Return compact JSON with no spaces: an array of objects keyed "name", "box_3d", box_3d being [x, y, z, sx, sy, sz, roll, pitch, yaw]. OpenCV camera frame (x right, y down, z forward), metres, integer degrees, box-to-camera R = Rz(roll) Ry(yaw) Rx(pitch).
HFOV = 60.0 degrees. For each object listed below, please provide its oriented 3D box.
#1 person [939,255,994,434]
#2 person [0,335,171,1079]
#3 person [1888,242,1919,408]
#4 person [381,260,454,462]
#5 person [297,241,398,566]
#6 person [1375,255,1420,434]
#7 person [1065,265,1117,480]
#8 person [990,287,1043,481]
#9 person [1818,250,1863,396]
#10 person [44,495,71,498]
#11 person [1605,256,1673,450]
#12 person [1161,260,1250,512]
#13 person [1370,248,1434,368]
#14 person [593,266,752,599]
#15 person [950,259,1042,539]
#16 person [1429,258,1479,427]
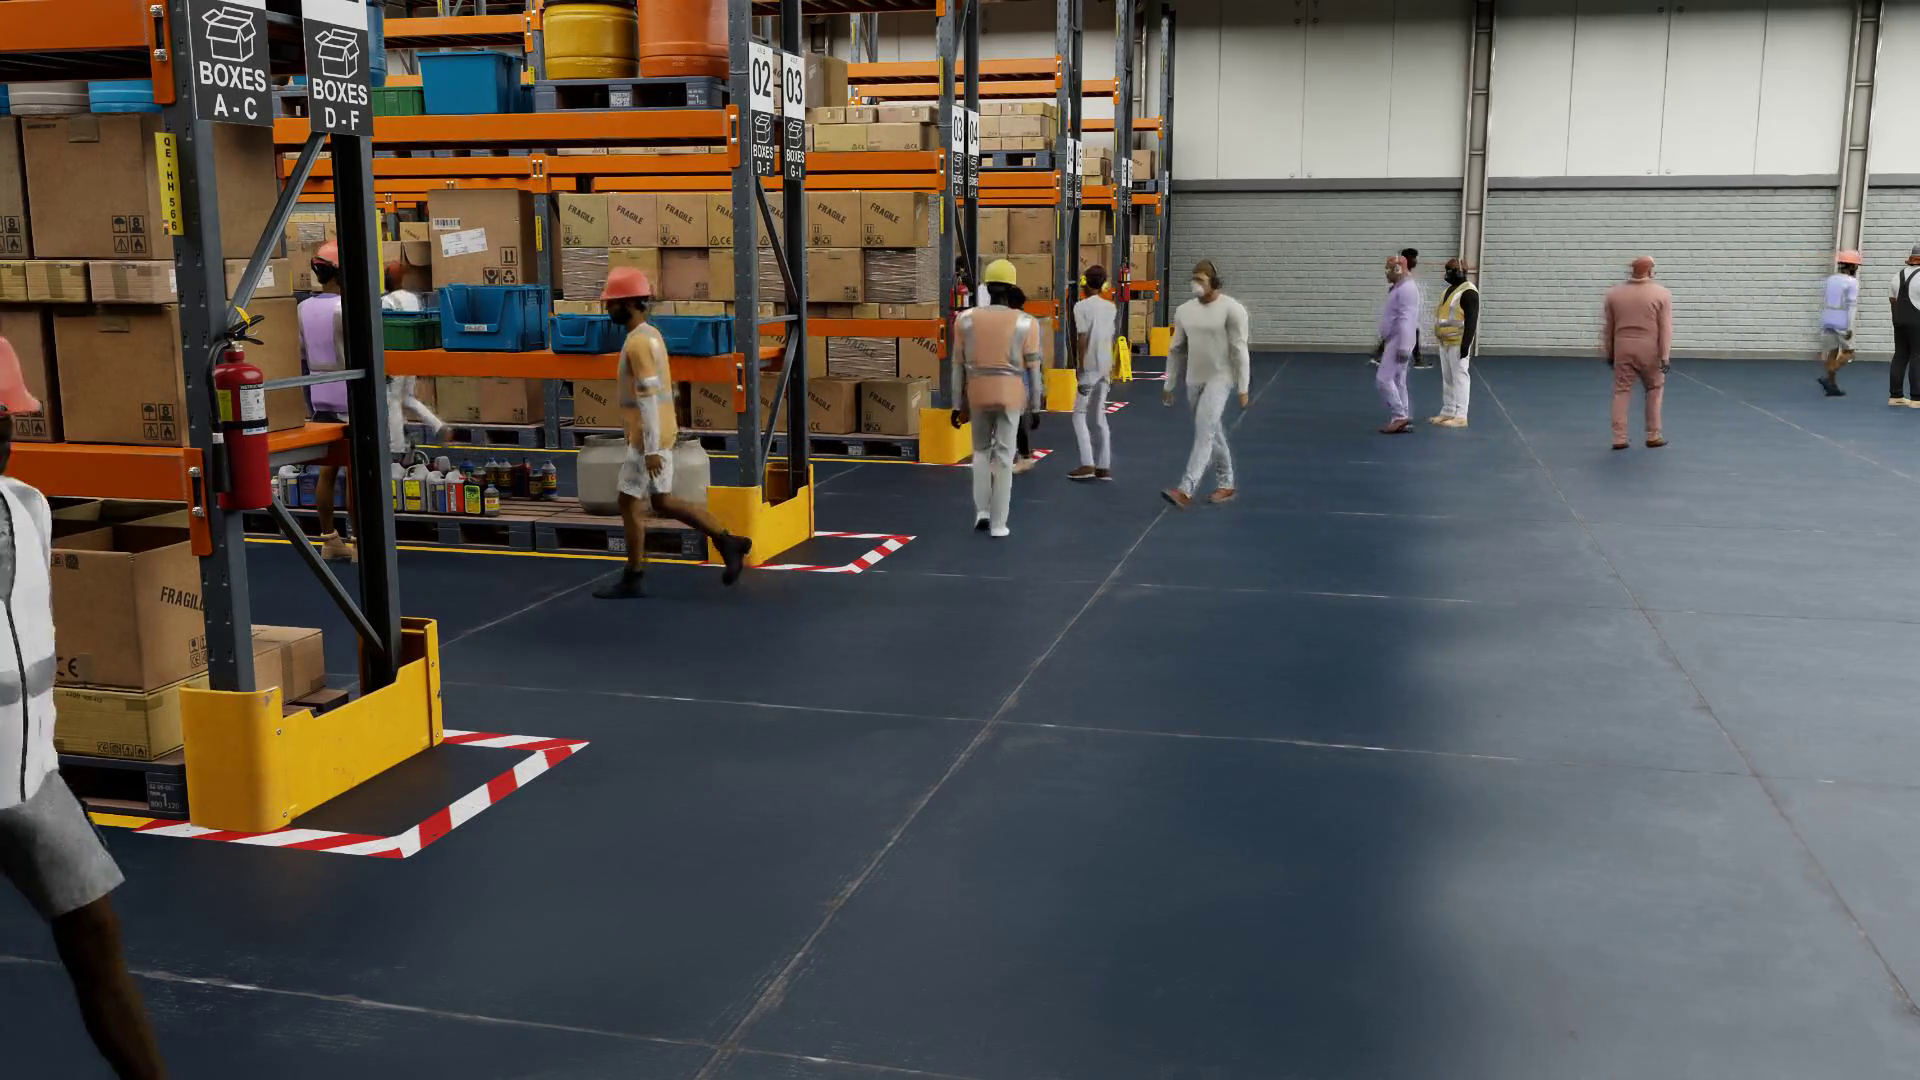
[{"name":"person","box_3d":[0.105,-1.897,16.662,0.537,1.891,0.612,6,12,31]},{"name":"person","box_3d":[-1.940,0.500,3.392,0.974,1.886,0.572,3,11,15]},{"name":"person","box_3d":[11.756,-2.645,20.391,0.535,2.000,0.674,-2,10,-11]},{"name":"person","box_3d":[-5.068,-1.629,15.274,0.615,1.868,0.583,2,10,12]},{"name":"person","box_3d":[-3.878,-0.851,10.475,0.605,2.034,0.390,5,11,27]},{"name":"person","box_3d":[4.579,-2.049,17.518,0.467,1.883,0.661,1,10,6]},{"name":"person","box_3d":[1.157,-1.426,14.214,0.553,1.829,0.486,-8,13,-37]},{"name":"person","box_3d":[0.392,-1.328,14.169,0.576,1.635,0.849,9,14,42]},{"name":"person","box_3d":[11.469,-2.818,21.712,0.510,1.914,0.538,-3,11,-19]},{"name":"person","box_3d":[-5.147,-0.532,9.224,0.509,1.854,0.590,2,10,13]},{"name":"person","box_3d":[6.702,-1.831,16.318,0.677,1.882,0.765,10,14,43]},{"name":"person","box_3d":[1.824,-1.170,12.641,1.022,1.879,0.651,-9,14,-42]},{"name":"person","box_3d":[7.047,-3.692,26.530,0.982,1.927,0.615,1,10,4]},{"name":"person","box_3d":[-1.659,-0.599,9.468,0.833,1.909,0.561,-1,10,-4]},{"name":"person","box_3d":[0.258,-0.966,11.446,0.623,1.908,0.499,2,10,10]},{"name":"person","box_3d":[5.433,-2.167,18.299,0.429,1.841,0.633,-2,10,-9]}]
